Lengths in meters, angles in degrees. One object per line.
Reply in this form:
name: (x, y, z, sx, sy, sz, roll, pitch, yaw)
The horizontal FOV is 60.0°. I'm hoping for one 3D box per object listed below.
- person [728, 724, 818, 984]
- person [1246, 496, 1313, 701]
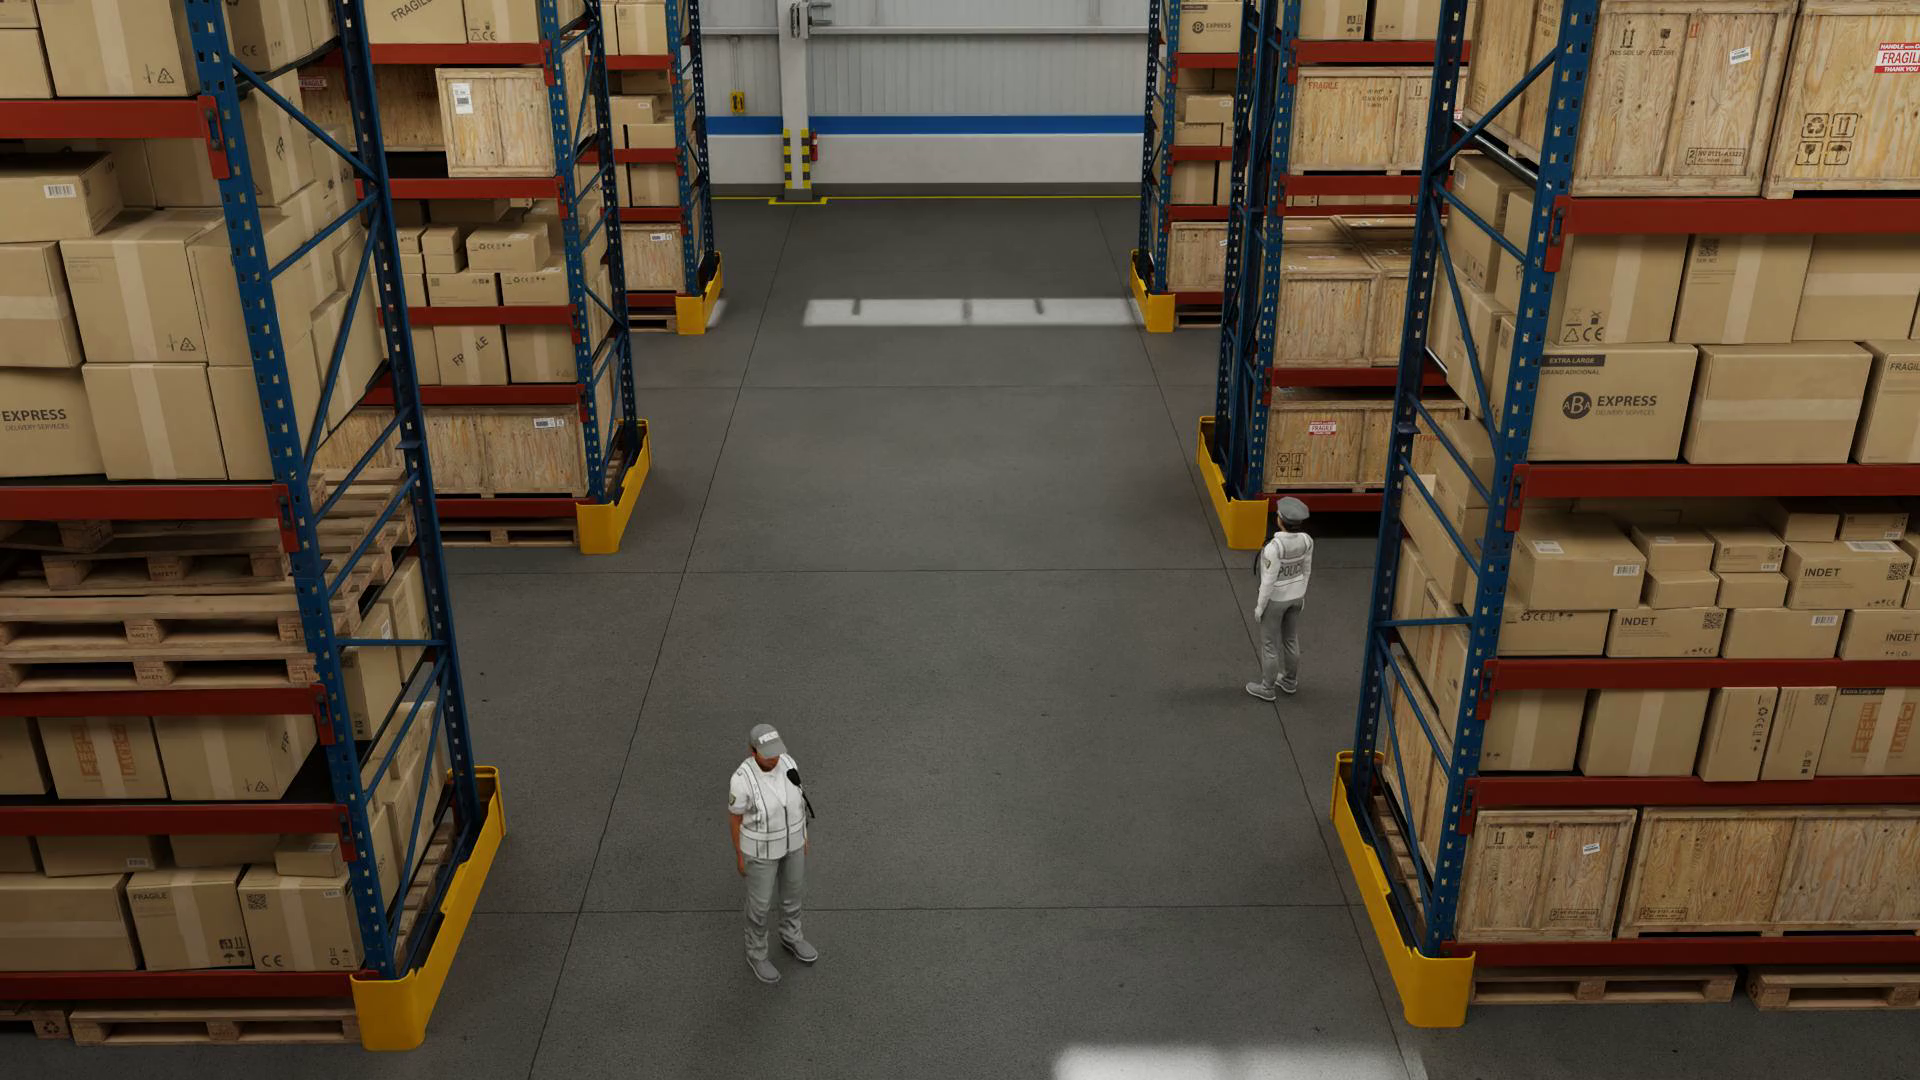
person: (-1.125, 1.849, 10.042, 0.477, 1.671, 0.392, -20, 32, -36)
person: (2.504, 0.458, 12.990, 0.465, 1.692, 0.336, -13, 28, -26)
